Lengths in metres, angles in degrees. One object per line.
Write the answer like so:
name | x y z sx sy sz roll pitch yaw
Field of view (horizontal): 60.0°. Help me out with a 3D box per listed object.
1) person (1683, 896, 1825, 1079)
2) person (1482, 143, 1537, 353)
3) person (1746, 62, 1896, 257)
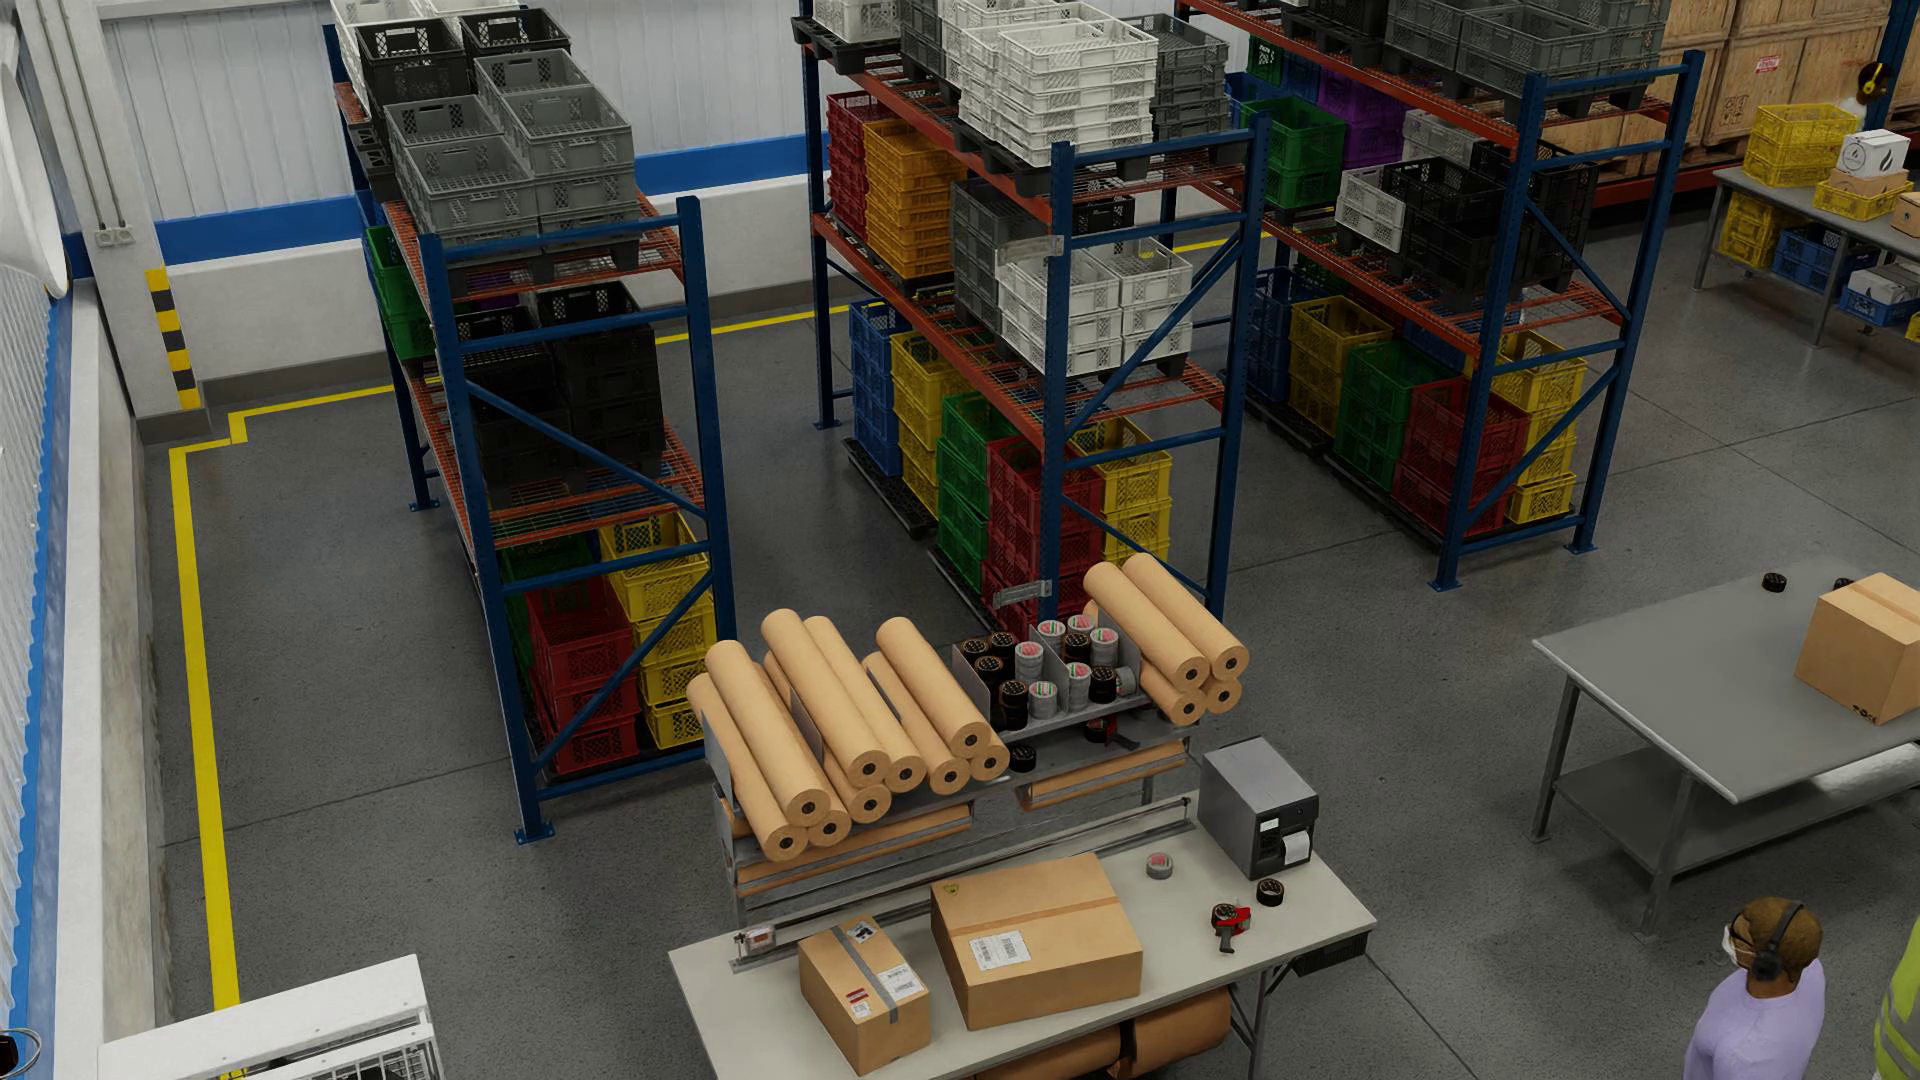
person | 2.407 1.886 5.303 0.371 1.940 0.630 21 38 31
person | 3.770 -1.893 11.489 0.575 1.886 0.361 -20 37 -29
person | 6.825 -2.939 13.254 0.702 1.832 0.527 21 37 30
